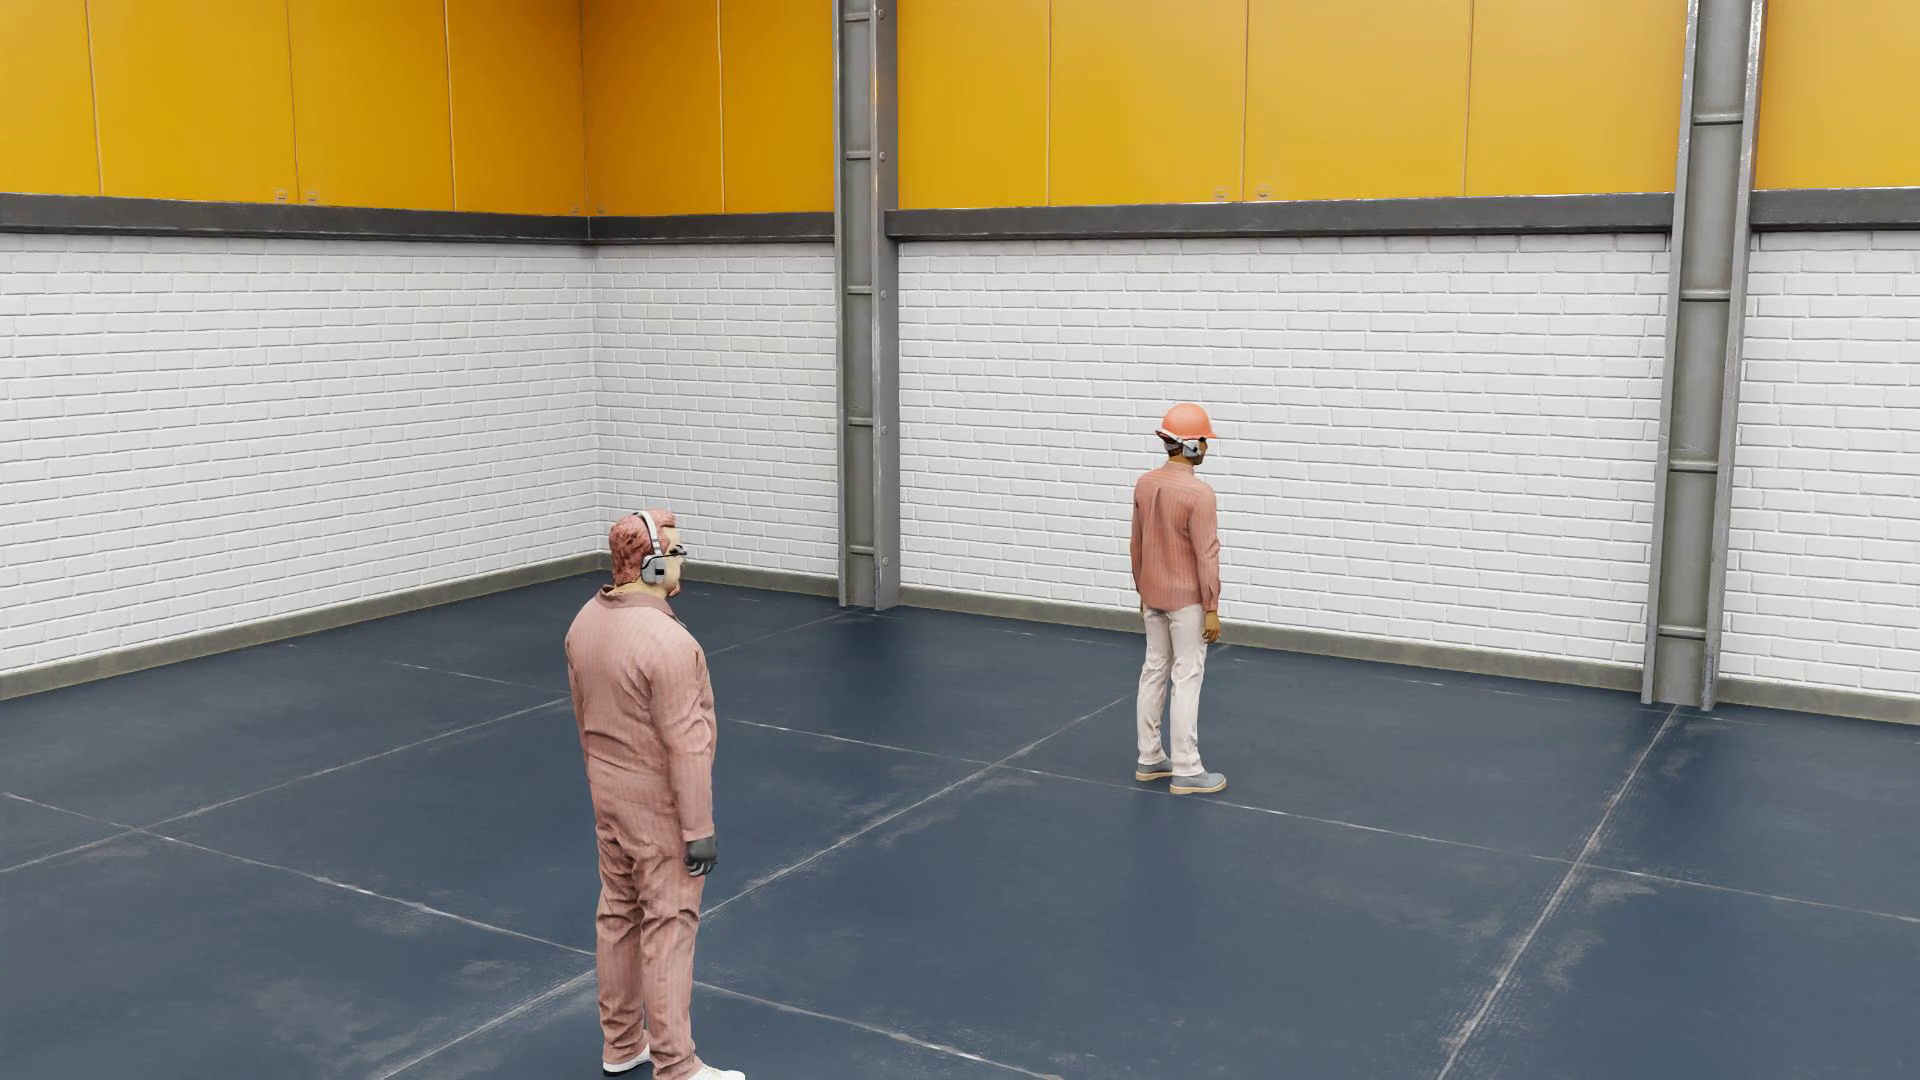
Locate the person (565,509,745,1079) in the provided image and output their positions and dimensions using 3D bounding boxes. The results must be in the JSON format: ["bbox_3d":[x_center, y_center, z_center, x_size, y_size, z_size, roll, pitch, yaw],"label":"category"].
[{"bbox_3d":[-0.976,0.848,5.347,0.409,1.909,0.643,-8,12,-42],"label":"person"}]

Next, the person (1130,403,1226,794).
[{"bbox_3d":[1.126,0.294,8.526,0.386,1.992,0.625,-5,11,-31],"label":"person"}]
